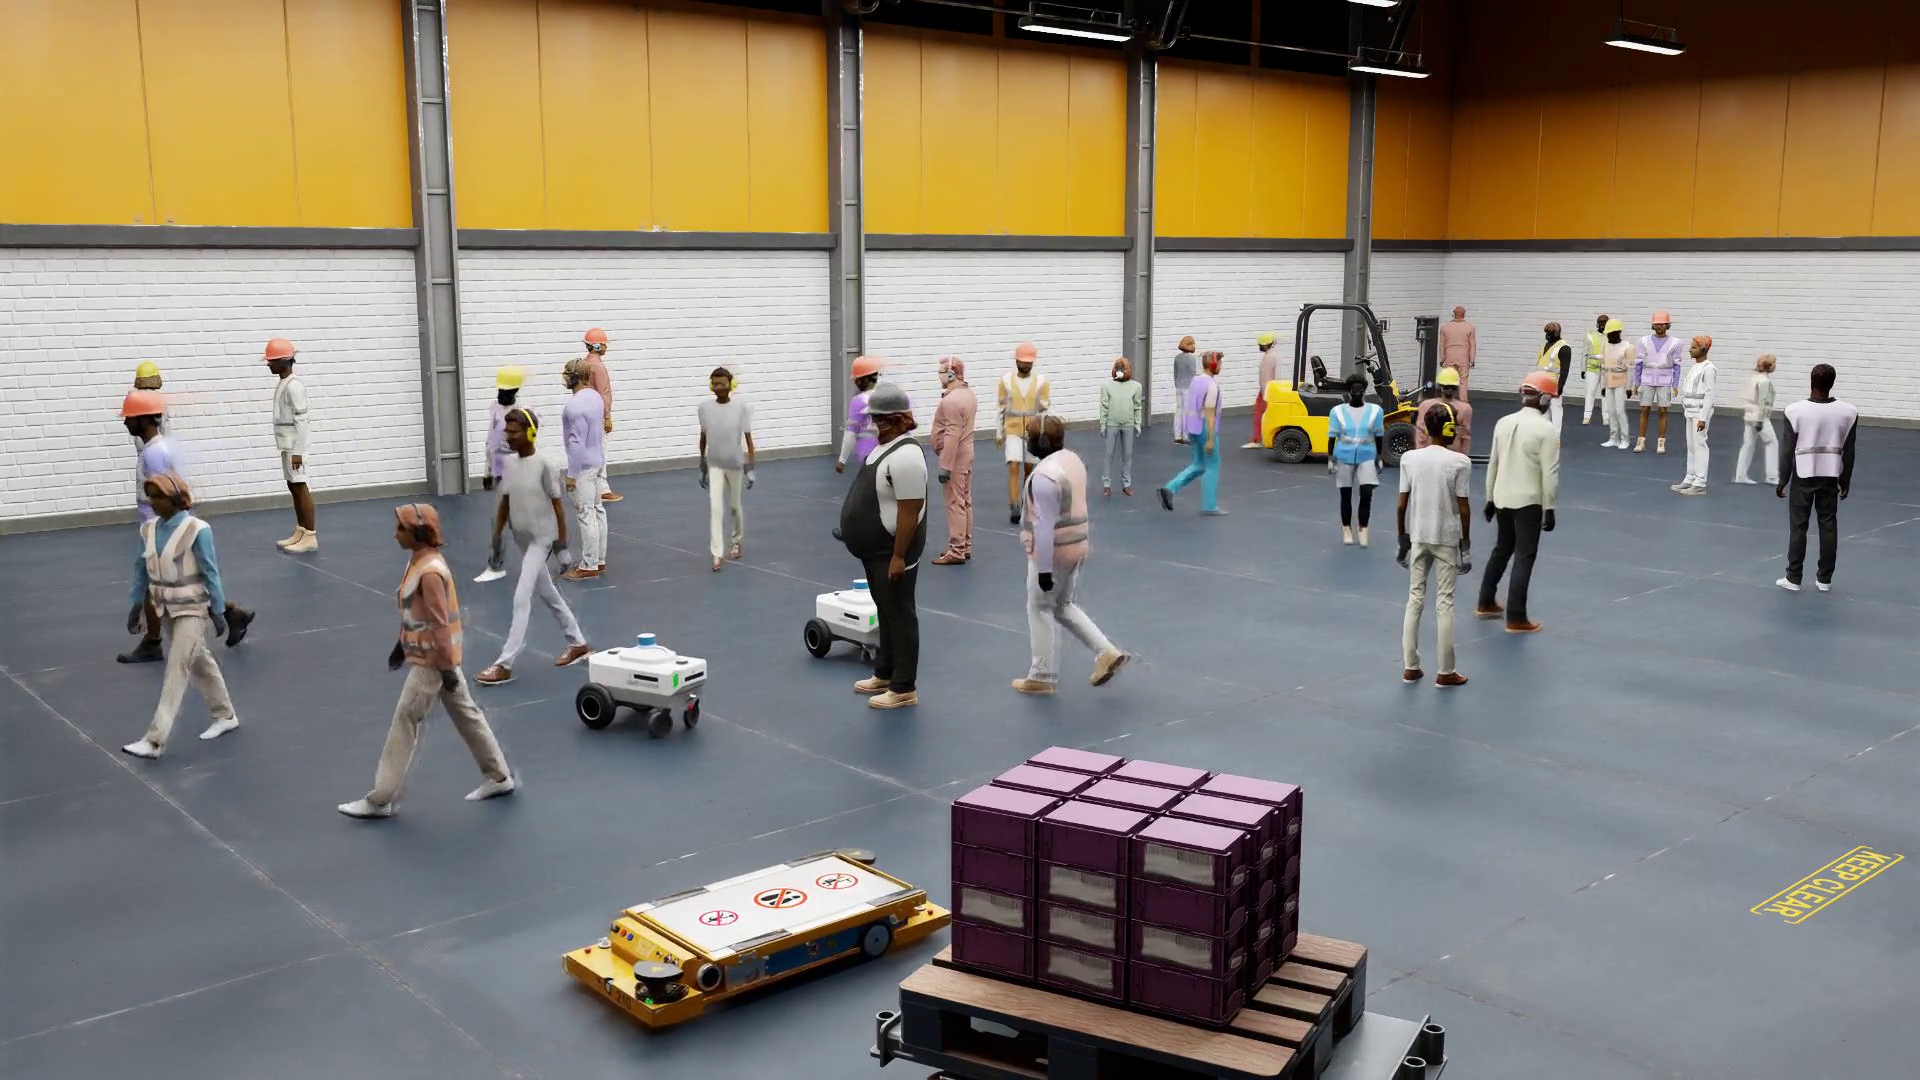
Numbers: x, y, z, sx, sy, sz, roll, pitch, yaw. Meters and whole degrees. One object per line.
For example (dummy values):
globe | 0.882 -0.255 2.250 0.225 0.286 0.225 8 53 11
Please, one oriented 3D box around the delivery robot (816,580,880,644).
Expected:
delivery robot | -0.691 0.520 11.609 0.477 0.478 0.707 -8 13 -39

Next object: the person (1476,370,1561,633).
person | 4.274 -0.293 12.540 0.500 1.965 0.644 -4 11 -23

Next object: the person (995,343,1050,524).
person | 0.677 -1.122 17.583 0.573 1.891 0.889 -1 10 -3

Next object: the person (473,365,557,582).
person | -3.924 -0.596 14.549 0.778 1.885 0.608 -8 13 -40

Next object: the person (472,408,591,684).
person | -2.891 0.017 11.156 0.541 1.816 0.996 8 12 39

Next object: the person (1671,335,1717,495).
person | 8.716 -1.474 19.678 0.356 1.883 0.572 1 10 5

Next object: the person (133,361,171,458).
person | -8.268 -0.960 17.069 0.487 1.746 0.289 4 11 23

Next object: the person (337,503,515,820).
person | -2.693 0.599 8.400 0.874 1.591 0.517 -3 10 -18

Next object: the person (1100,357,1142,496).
person | 1.887 -1.329 19.556 0.499 1.632 0.285 -1 10 -4

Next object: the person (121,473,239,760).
person | -4.469 0.420 9.422 0.544 1.586 0.866 5 11 26

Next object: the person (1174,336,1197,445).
person | 3.373 -2.227 24.810 0.279 1.633 0.498 -5 11 -28

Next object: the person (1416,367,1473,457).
person | 4.736 -0.824 16.320 0.529 1.764 0.606 2 10 13

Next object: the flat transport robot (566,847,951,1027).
flat transport robot | -0.782 1.551 6.677 1.431 0.197 0.652 -8 13 -40

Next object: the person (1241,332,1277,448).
person | 4.533 -2.170 24.198 0.738 1.729 0.522 0 10 -1

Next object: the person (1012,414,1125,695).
person | 0.683 0.105 10.596 0.640 1.828 0.655 5 11 26

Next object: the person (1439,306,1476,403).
person | 9.054 -3.295 30.254 0.651 1.911 0.409 5 11 27

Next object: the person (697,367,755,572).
person | -2.124 -0.671 15.171 0.538 1.827 0.967 0 10 0

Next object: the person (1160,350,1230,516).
person | 2.568 -1.144 17.955 0.687 1.819 0.603 -2 10 -14

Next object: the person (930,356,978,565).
person | -0.069 -0.726 15.233 0.409 1.908 0.639 2 10 14

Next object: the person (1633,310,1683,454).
person | 9.939 -2.246 23.723 0.605 2.045 0.378 6 11 30

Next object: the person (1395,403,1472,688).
person | 3.115 0.033 10.916 0.520 1.864 0.320 8 13 40

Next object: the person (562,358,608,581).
person | -3.280 -0.613 14.471 0.372 1.940 0.627 1 10 5

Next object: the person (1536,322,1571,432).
person | 8.777 -2.315 24.737 0.429 1.840 0.624 -3 10 -17

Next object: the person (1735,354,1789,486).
person | 9.917 -1.465 20.418 0.680 1.615 0.518 2 10 9

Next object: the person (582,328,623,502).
person | -4.167 -1.436 19.129 0.380 1.995 0.611 -7 12 -36

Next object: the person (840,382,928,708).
person | -0.479 0.025 10.441 0.538 2.000 0.684 -3 10 -15

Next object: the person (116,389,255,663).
person | -5.453 -0.102 11.595 0.831 1.913 0.554 -3 10 -19

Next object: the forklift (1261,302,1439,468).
forklift | 5.320 -2.157 22.763 2.313 2.155 1.214 3 10 16

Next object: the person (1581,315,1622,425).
person | 10.694 -2.834 27.761 0.636 1.842 0.429 4 10 21

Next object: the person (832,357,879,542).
person | -0.902 -0.776 15.627 0.968 1.875 0.537 7 12 34

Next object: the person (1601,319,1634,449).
person | 9.618 -2.282 24.416 0.490 1.903 0.616 -4 10 -22

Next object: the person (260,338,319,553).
person | -6.380 -0.892 15.809 0.394 2.039 0.614 -6 11 -32

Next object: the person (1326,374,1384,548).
person | 3.804 -0.752 16.025 0.557 1.673 0.654 2 10 10

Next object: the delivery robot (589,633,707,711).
delivery robot | -1.866 0.804 9.949 0.707 0.478 0.477 5 11 28

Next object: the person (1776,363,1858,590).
person | 7.198 -0.521 13.996 0.594 1.919 0.388 1 10 7
